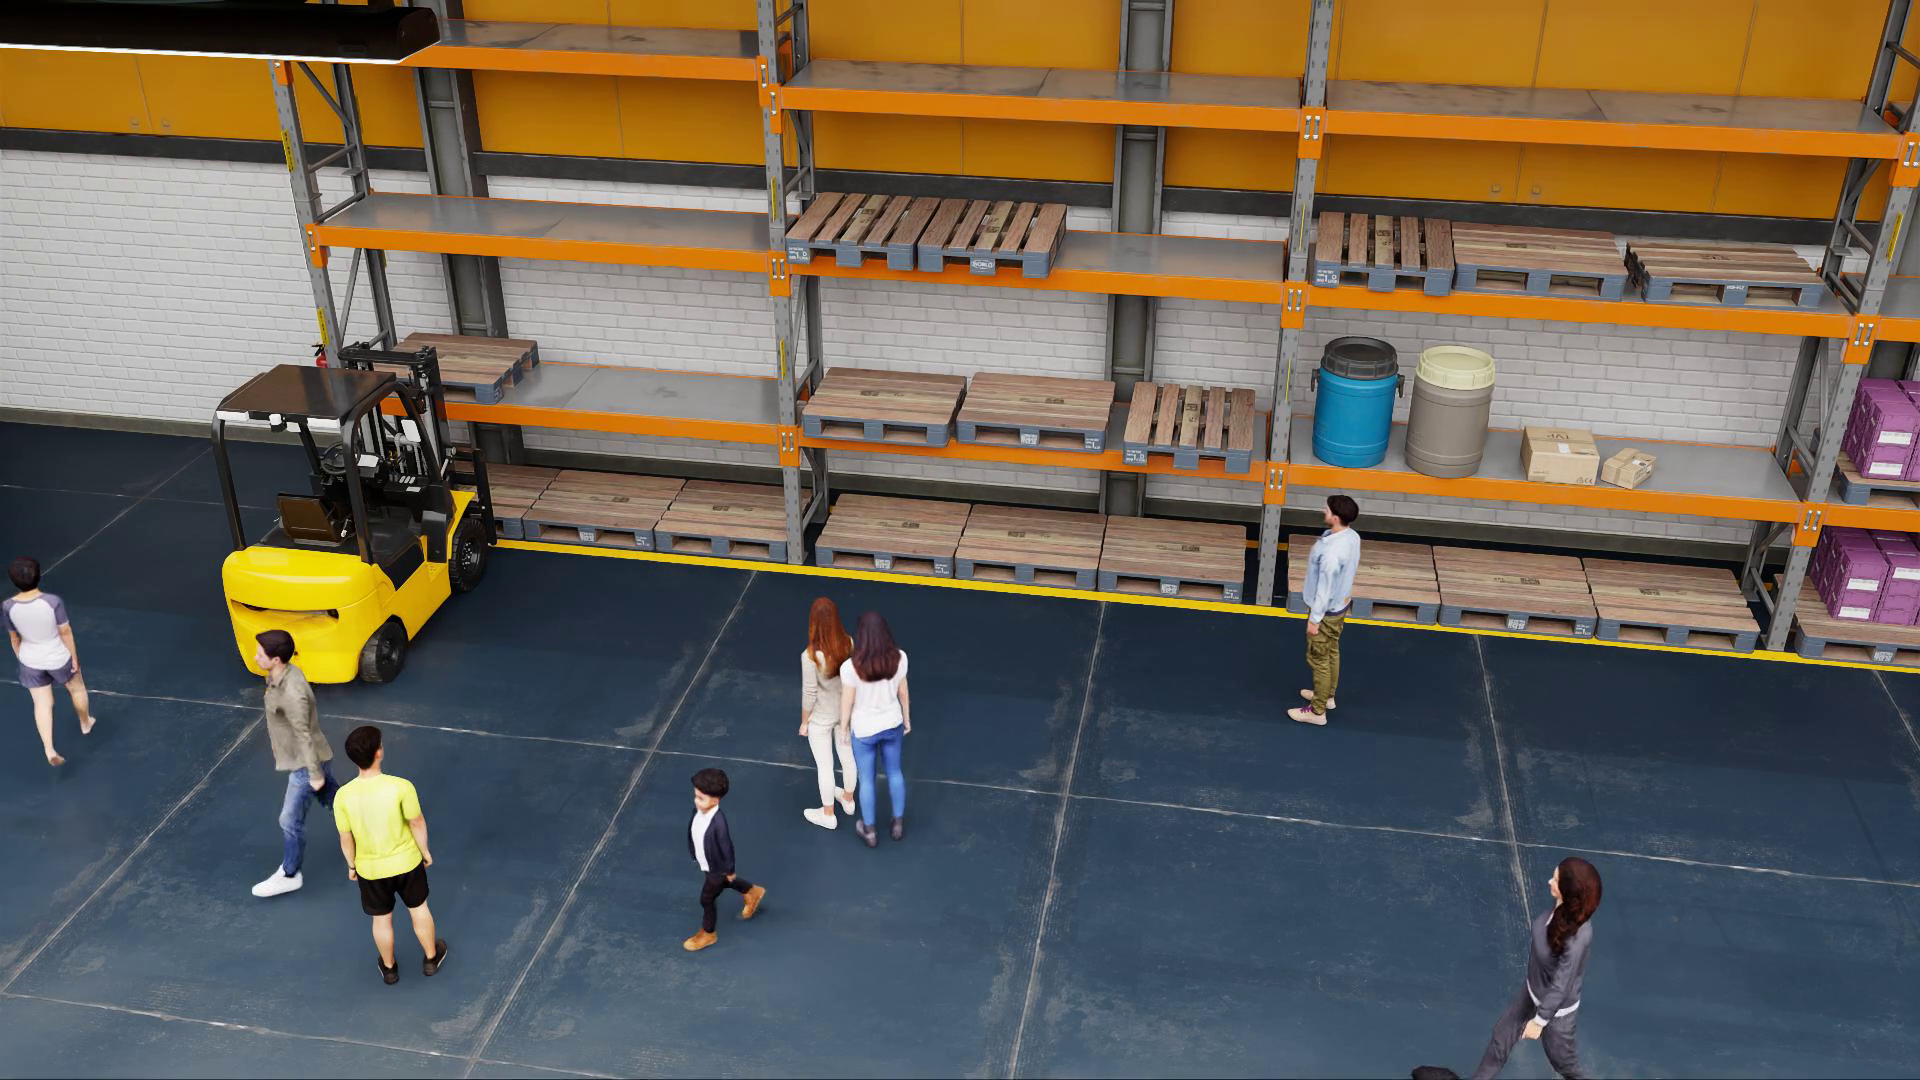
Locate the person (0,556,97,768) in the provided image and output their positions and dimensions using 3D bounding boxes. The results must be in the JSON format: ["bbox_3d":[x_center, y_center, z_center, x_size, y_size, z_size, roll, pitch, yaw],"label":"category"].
[{"bbox_3d":[-6.378,0.855,11.595,0.995,1.535,0.896,-8,30,-15],"label":"person"}]

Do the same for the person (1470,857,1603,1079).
[{"bbox_3d":[3.140,2.386,8.592,1.101,1.723,0.685,3,29,5],"label":"person"}]

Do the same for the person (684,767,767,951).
[{"bbox_3d":[-1.430,1.881,10.052,0.883,1.211,0.822,-18,34,-30],"label":"person"}]

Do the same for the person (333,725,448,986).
[{"bbox_3d":[-3.313,1.831,9.627,0.605,1.706,0.751,-7,29,-13],"label":"person"}]

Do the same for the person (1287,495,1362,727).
[{"bbox_3d":[2.656,0.490,11.974,0.699,1.812,0.749,16,32,26],"label":"person"}]

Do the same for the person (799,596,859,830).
[{"bbox_3d":[-0.845,1.128,10.908,0.688,1.713,0.726,-24,37,-37],"label":"person"}]

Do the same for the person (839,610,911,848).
[{"bbox_3d":[-0.529,1.236,10.750,0.679,1.675,0.779,-11,31,-20],"label":"person"}]
